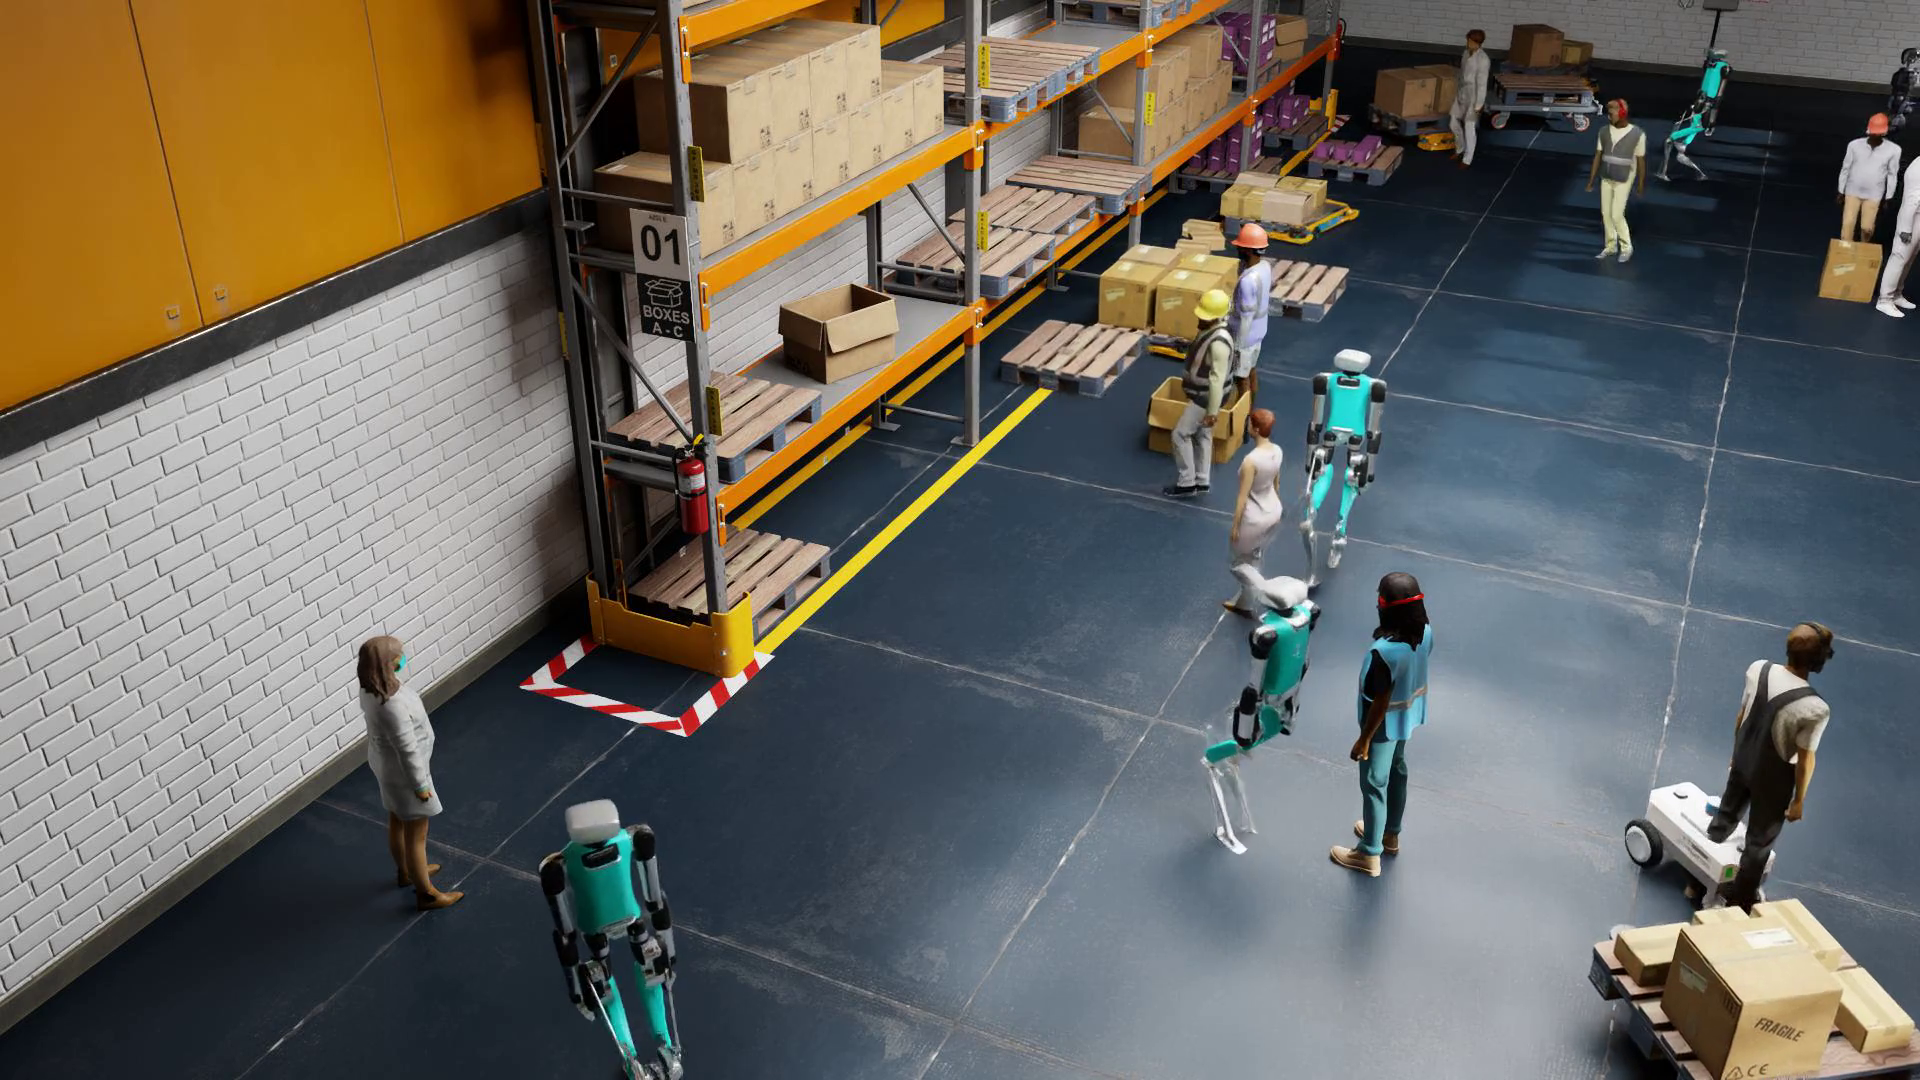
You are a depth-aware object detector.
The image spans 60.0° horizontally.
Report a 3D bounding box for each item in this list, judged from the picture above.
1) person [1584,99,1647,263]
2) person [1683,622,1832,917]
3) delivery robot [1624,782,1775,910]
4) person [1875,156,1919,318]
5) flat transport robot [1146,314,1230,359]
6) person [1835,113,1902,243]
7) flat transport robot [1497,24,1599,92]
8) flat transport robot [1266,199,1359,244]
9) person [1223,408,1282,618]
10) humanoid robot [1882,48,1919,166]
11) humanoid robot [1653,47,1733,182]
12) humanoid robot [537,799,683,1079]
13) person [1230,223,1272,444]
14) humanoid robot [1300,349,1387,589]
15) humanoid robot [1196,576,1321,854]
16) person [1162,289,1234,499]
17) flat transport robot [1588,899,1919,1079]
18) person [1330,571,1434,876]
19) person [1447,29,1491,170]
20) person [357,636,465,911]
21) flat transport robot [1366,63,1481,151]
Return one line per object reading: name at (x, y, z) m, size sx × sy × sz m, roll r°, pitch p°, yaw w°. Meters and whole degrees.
person at (7.301, -3.997, 18.520) m, size 0.432 × 1.803 × 0.591 m, roll -17°, pitch 33°, yaw -29°
person at (4.251, 1.242, 8.781) m, size 0.349 × 1.835 × 0.502 m, roll -11°, pitch 30°, yaw -19°
delivery robot at (4.154, 1.695, 9.300) m, size 0.499 × 0.609 × 0.805 m, roll -9°, pitch 30°, yaw -16°
person at (9.813, -3.253, 17.037) m, size 0.412 × 1.907 × 0.642 m, roll 25°, pitch 37°, yaw 38°
flat transport robot at (2.354, -2.166, 16.744) m, size 0.659 × 0.231 × 1.431 m, roll 18°, pitch 33°, yaw 30°
person at (9.999, -3.864, 18.355) m, size 0.586 × 1.726 × 0.564 m, roll 21°, pitch 35°, yaw 33°
flat transport robot at (9.166, -7.154, 25.994) m, size 1.431 × 0.231 × 0.659 m, roll 22°, pitch 35°, yaw 35°
flat transport robot at (4.129, -3.832, 19.834) m, size 0.659 × 0.231 × 1.431 m, roll 21°, pitch 35°, yaw 34°
person at (2.082, -0.121, 11.491) m, size 0.468 × 1.639 × 0.549 m, roll -25°, pitch 37°, yaw -38°
humanoid robot at (12.123, -5.496, 21.440) m, size 0.459 × 1.651 × 0.603 m, roll 6°, pitch 29°, yaw 10°
humanoid robot at (9.251, -5.358, 21.165) m, size 1.029 × 1.764 × 0.540 m, roll -3°, pitch 28°, yaw -6°
humanoid robot at (-1.422, 2.081, 7.383) m, size 0.556 × 1.759 × 1.009 m, roll -15°, pitch 32°, yaw -26°
person at (2.438, -1.764, 14.242) m, size 0.352 × 1.938 × 0.542 m, roll 11°, pitch 30°, yaw 20°
humanoid robot at (2.673, -0.401, 11.995) m, size 0.551 × 1.759 × 0.989 m, roll 12°, pitch 31°, yaw 21°
humanoid robot at (1.602, 0.971, 9.409) m, size 0.539 × 1.823 × 0.656 m, roll -25°, pitch 37°, yaw -38°
person at (1.890, -1.175, 13.293) m, size 0.564 × 1.804 × 0.639 m, roll 7°, pitch 29°, yaw 12°
flat transport robot at (3.825, 2.430, 8.222) m, size 0.659 × 0.231 × 1.431 m, roll -5°, pitch 29°, yaw -9°
person at (2.357, 1.017, 9.159) m, size 0.370 × 1.865 × 0.539 m, roll 23°, pitch 36°, yaw 36°
person at (6.713, -5.782, 21.828) m, size 0.425 × 1.823 × 0.621 m, roll -11°, pitch 30°, yaw -19°
person at (-2.981, 1.241, 8.958) m, size 0.338 × 1.661 × 0.480 m, roll -20°, pitch 34°, yaw -32°
flat transport robot at (6.478, -5.748, 23.386) m, size 0.659 × 0.231 × 1.431 m, roll -10°, pitch 30°, yaw -18°
